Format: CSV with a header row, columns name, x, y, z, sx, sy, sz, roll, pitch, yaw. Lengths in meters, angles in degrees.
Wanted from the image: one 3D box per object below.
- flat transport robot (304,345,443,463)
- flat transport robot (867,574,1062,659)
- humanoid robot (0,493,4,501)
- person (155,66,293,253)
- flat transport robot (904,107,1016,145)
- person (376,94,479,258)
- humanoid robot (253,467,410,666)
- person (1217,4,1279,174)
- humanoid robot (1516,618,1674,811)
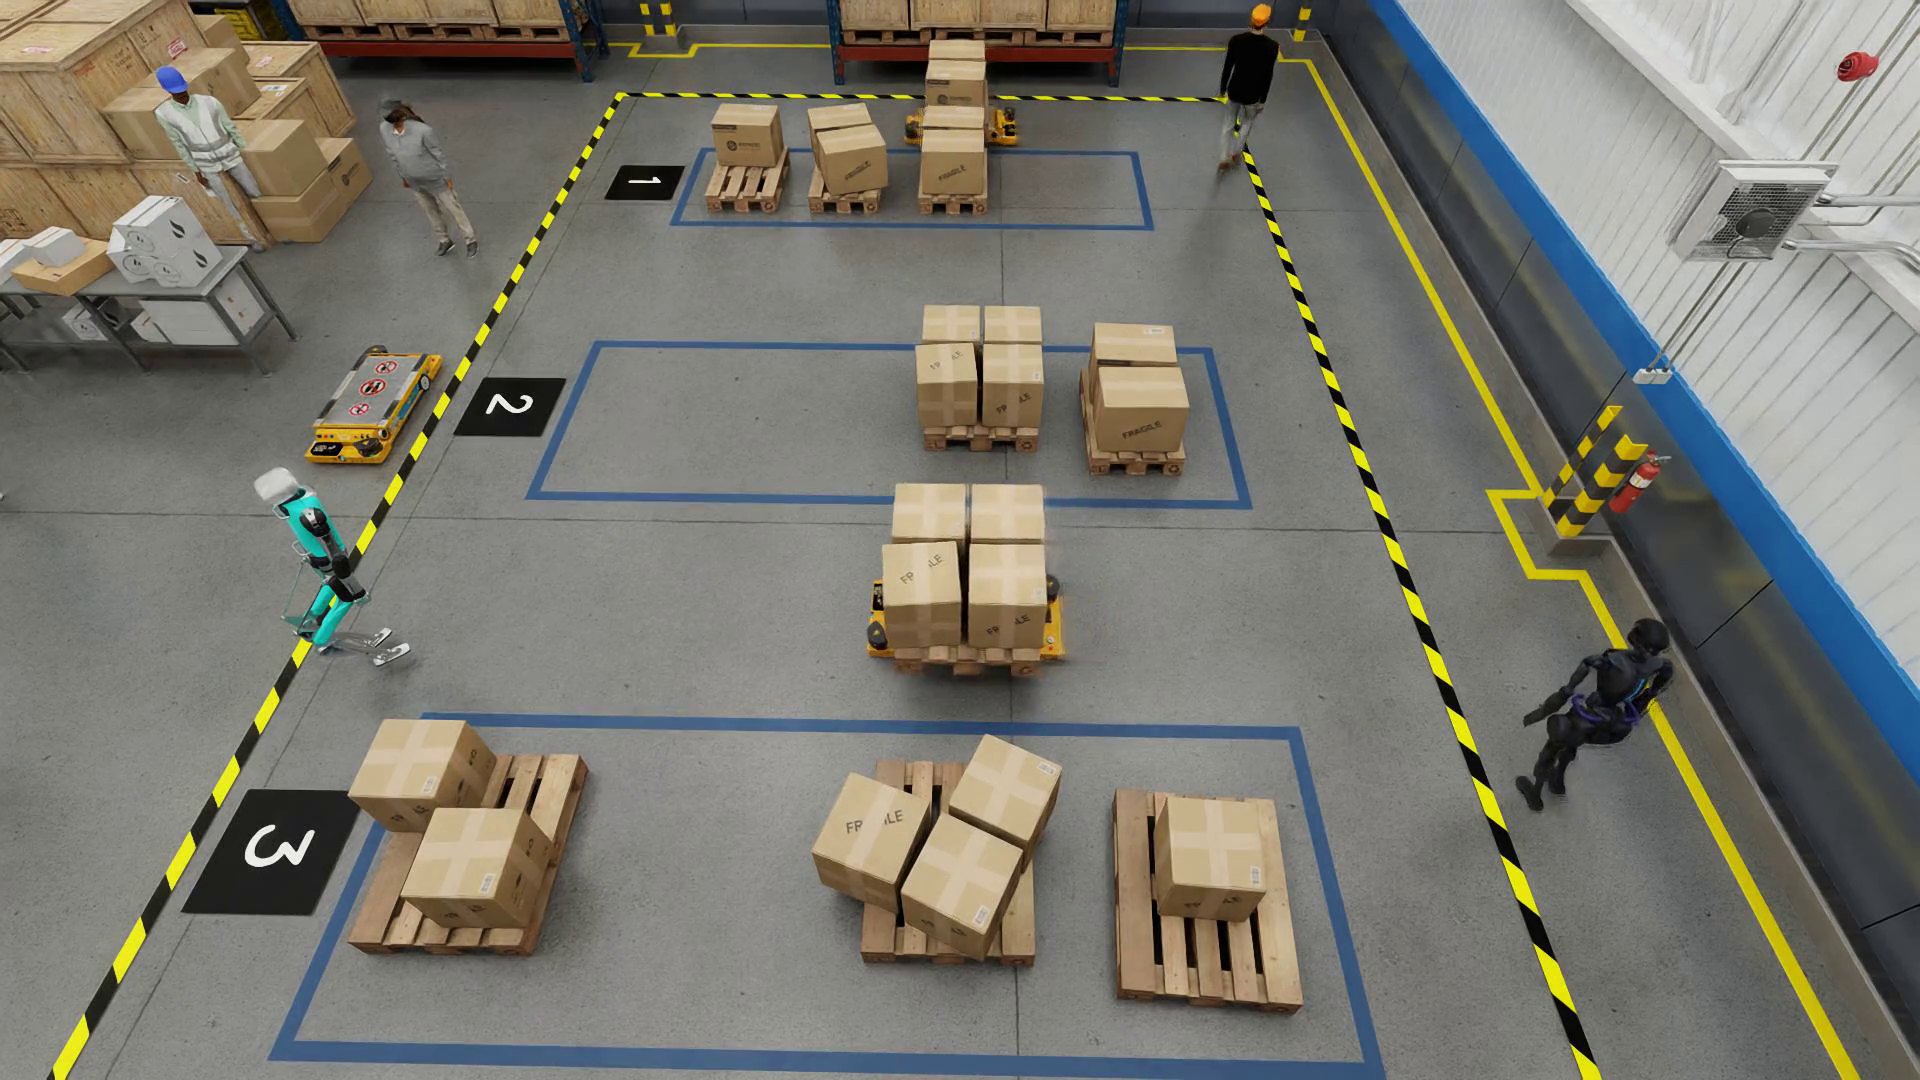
name,x,y,z,sx,sy,sz,roll,pitch,yaw
flat transport robot,-5.383,-1.269,8.441,0.659,0.231,1.431,1,50,1
flat transport robot,0.039,0.557,6.878,1.431,0.197,0.652,1,50,1
humanoid robot,-8.171,-0.871,7.156,0.743,1.812,0.550,-14,51,-12
person,-7.770,-3.980,9.644,0.602,1.939,0.412,-32,57,-24
flat transport robot,0.007,-5.399,11.917,1.431,0.197,0.652,1,50,1
person,-5.586,-3.794,9.597,0.572,1.762,0.404,3,50,3
humanoid robot,-4.295,0.304,6.059,0.533,1.677,0.735,34,57,25
person,3.366,-5.309,10.810,0.602,1.865,0.650,24,54,19
humanoid robot,3.804,1.092,5.528,0.595,1.641,0.451,1,50,1
